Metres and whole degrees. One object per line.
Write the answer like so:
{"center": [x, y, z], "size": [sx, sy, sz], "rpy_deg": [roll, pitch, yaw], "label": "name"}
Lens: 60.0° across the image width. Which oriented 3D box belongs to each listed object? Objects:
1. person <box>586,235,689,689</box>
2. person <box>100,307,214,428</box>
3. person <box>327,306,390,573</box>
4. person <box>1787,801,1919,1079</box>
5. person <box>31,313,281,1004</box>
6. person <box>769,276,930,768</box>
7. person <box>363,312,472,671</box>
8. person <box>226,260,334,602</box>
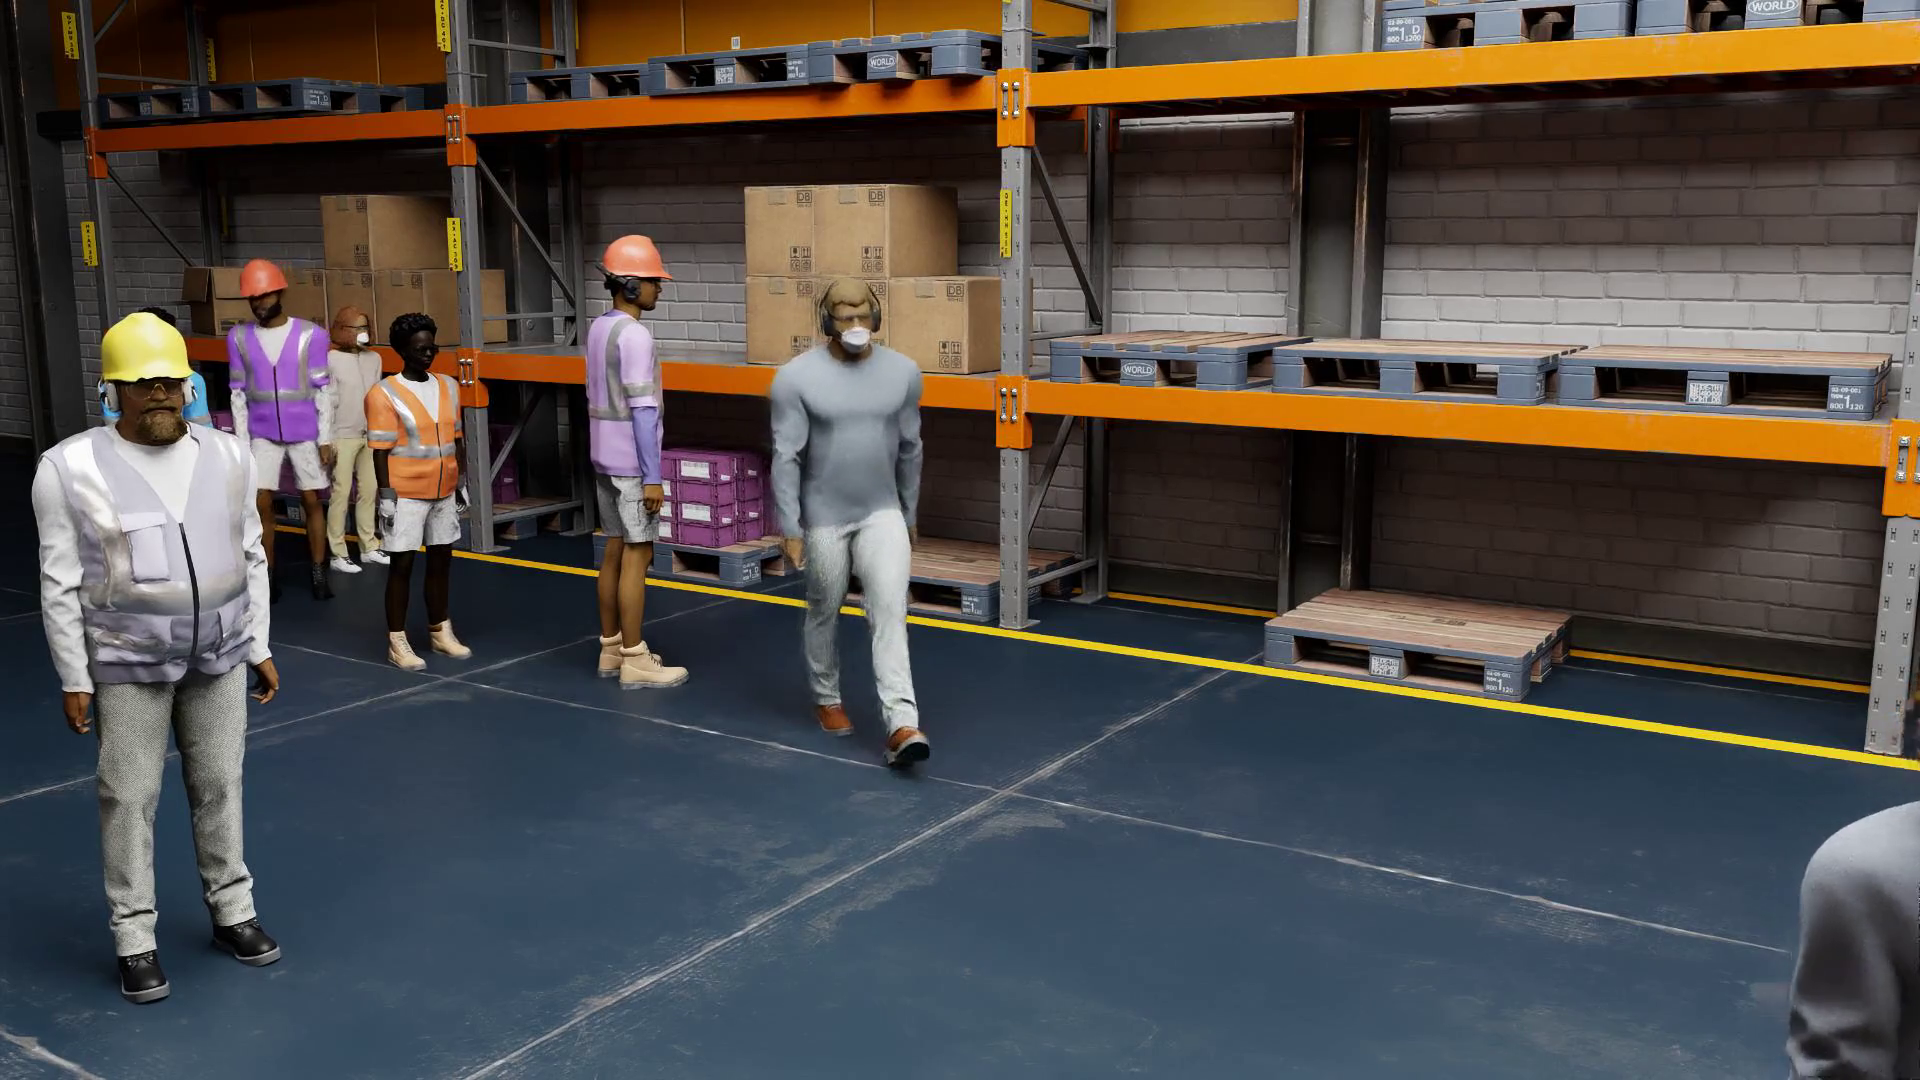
{"center": [-1.473, -0.350, 7.566], "size": [0.391, 2.040, 0.614], "rpy_deg": [-6, 12, -30], "label": "person"}
{"center": [-3.951, -0.302, 8.256], "size": [0.536, 1.697, 0.318], "rpy_deg": [-1, 10, -3], "label": "person"}
{"center": [-3.711, -0.618, 10.211], "size": [0.285, 1.625, 0.494], "rpy_deg": [5, 11, 24], "label": "person"}
{"center": [1.221, 0.861, 2.035], "size": [0.538, 1.634, 0.427], "rpy_deg": [-1, 10, -5], "label": "person"}
{"center": [-2.139, 0.307, 4.505], "size": [0.403, 1.833, 0.590], "rpy_deg": [9, 14, 42], "label": "person"}
{"center": [-0.410, -0.070, 6.471], "size": [0.642, 1.876, 1.026], "rpy_deg": [-3, 11, -18], "label": "person"}
{"center": [-2.555, -0.227, 7.877], "size": [0.322, 1.690, 0.537], "rpy_deg": [6, 12, 32], "label": "person"}
{"center": [-3.761, -0.586, 9.248], "size": [0.538, 1.913, 0.494], "rpy_deg": [-2, 10, -10], "label": "person"}
